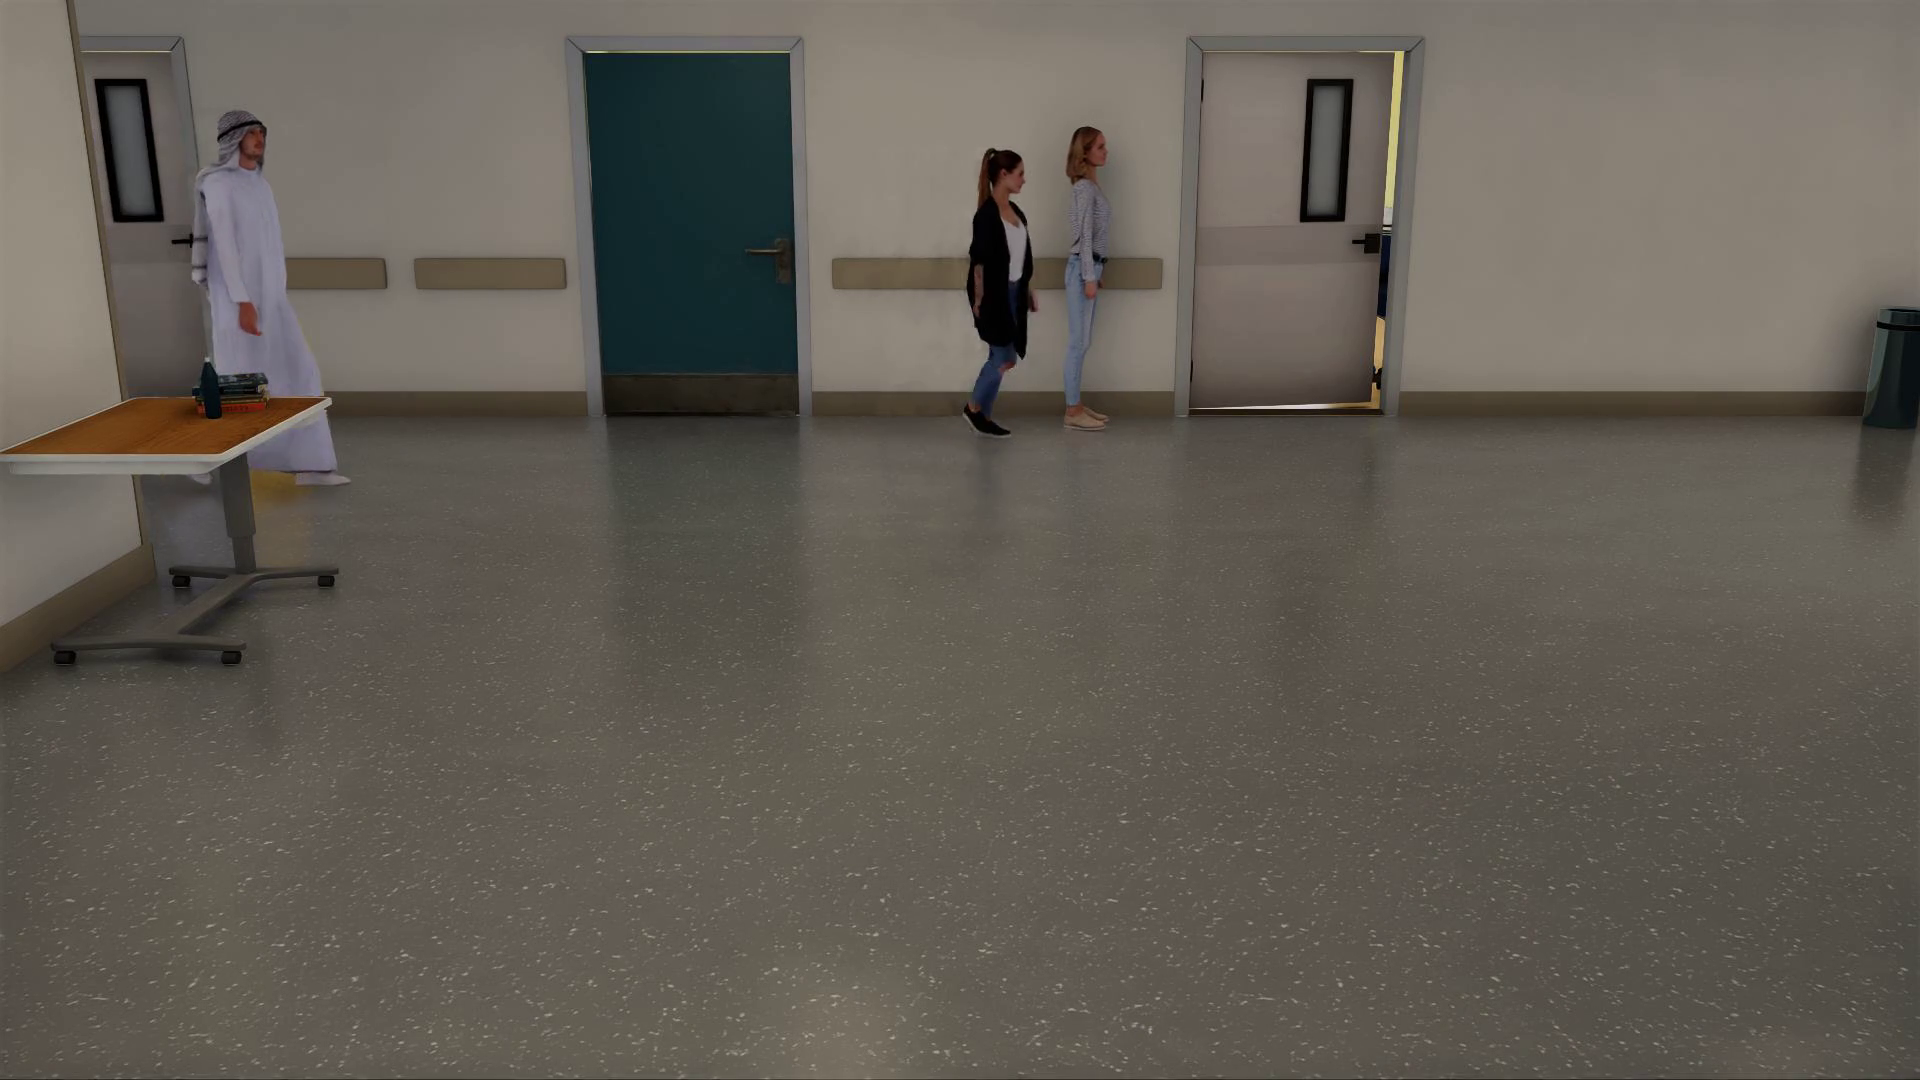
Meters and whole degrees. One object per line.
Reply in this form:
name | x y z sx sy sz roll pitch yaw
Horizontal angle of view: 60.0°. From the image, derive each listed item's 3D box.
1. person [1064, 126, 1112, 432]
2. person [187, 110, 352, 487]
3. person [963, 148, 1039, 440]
person | 0.752 -1.573 10.019 0.565 1.796 0.625 3 16 10
person | -3.673 -1.170 8.418 1.284 1.890 0.876 4 16 14
person | 0.138 -1.394 9.606 0.832 1.676 0.774 9 18 30
